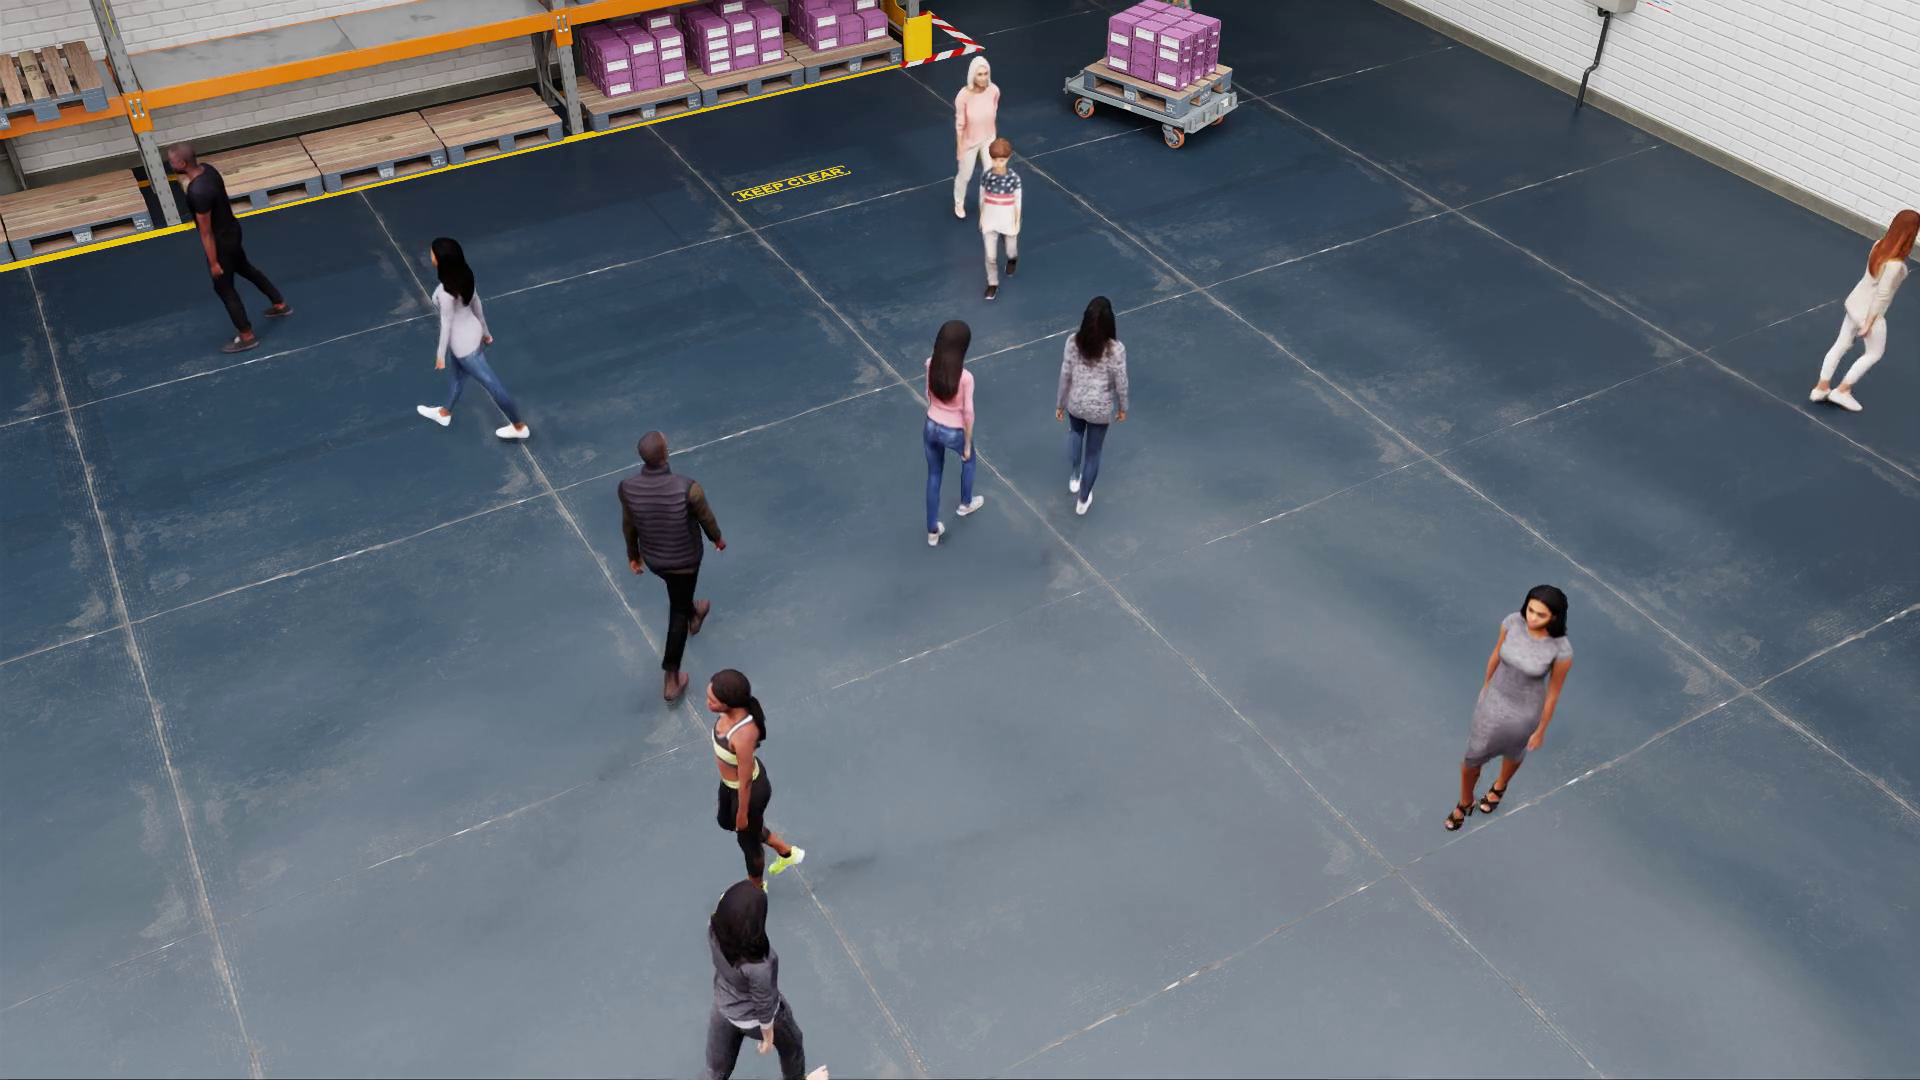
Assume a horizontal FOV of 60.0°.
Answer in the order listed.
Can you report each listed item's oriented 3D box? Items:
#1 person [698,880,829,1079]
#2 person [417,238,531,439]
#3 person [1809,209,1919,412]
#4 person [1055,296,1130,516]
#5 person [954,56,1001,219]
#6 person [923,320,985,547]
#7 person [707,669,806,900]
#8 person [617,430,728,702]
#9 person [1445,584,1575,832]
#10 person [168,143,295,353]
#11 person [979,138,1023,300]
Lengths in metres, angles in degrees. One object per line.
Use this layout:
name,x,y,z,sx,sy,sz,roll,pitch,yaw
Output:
person,-1.069,2.268,7.789,0.852,1.722,1.205,28,46,31
person,-3.598,-1.448,12.470,1.217,1.687,1.067,4,39,5
person,6.927,-1.776,12.875,0.732,1.693,0.698,1,39,1
person,0.895,-0.906,11.765,0.809,1.718,0.862,13,40,15
person,0.127,-3.657,15.254,1.025,1.664,0.722,-16,41,-19
person,-0.131,-0.698,11.502,0.853,1.722,0.972,15,41,18
person,-1.072,1.323,8.952,0.799,1.747,0.686,-9,40,-11
person,-1.817,0.177,10.352,1.221,1.790,1.270,8,39,10
person,3.194,0.910,9.454,0.738,1.765,0.835,29,47,31
person,-6.026,-2.411,13.582,0.954,1.804,0.990,-5,39,-6
person,0.354,-2.810,14.384,0.803,1.425,0.849,8,39,10
